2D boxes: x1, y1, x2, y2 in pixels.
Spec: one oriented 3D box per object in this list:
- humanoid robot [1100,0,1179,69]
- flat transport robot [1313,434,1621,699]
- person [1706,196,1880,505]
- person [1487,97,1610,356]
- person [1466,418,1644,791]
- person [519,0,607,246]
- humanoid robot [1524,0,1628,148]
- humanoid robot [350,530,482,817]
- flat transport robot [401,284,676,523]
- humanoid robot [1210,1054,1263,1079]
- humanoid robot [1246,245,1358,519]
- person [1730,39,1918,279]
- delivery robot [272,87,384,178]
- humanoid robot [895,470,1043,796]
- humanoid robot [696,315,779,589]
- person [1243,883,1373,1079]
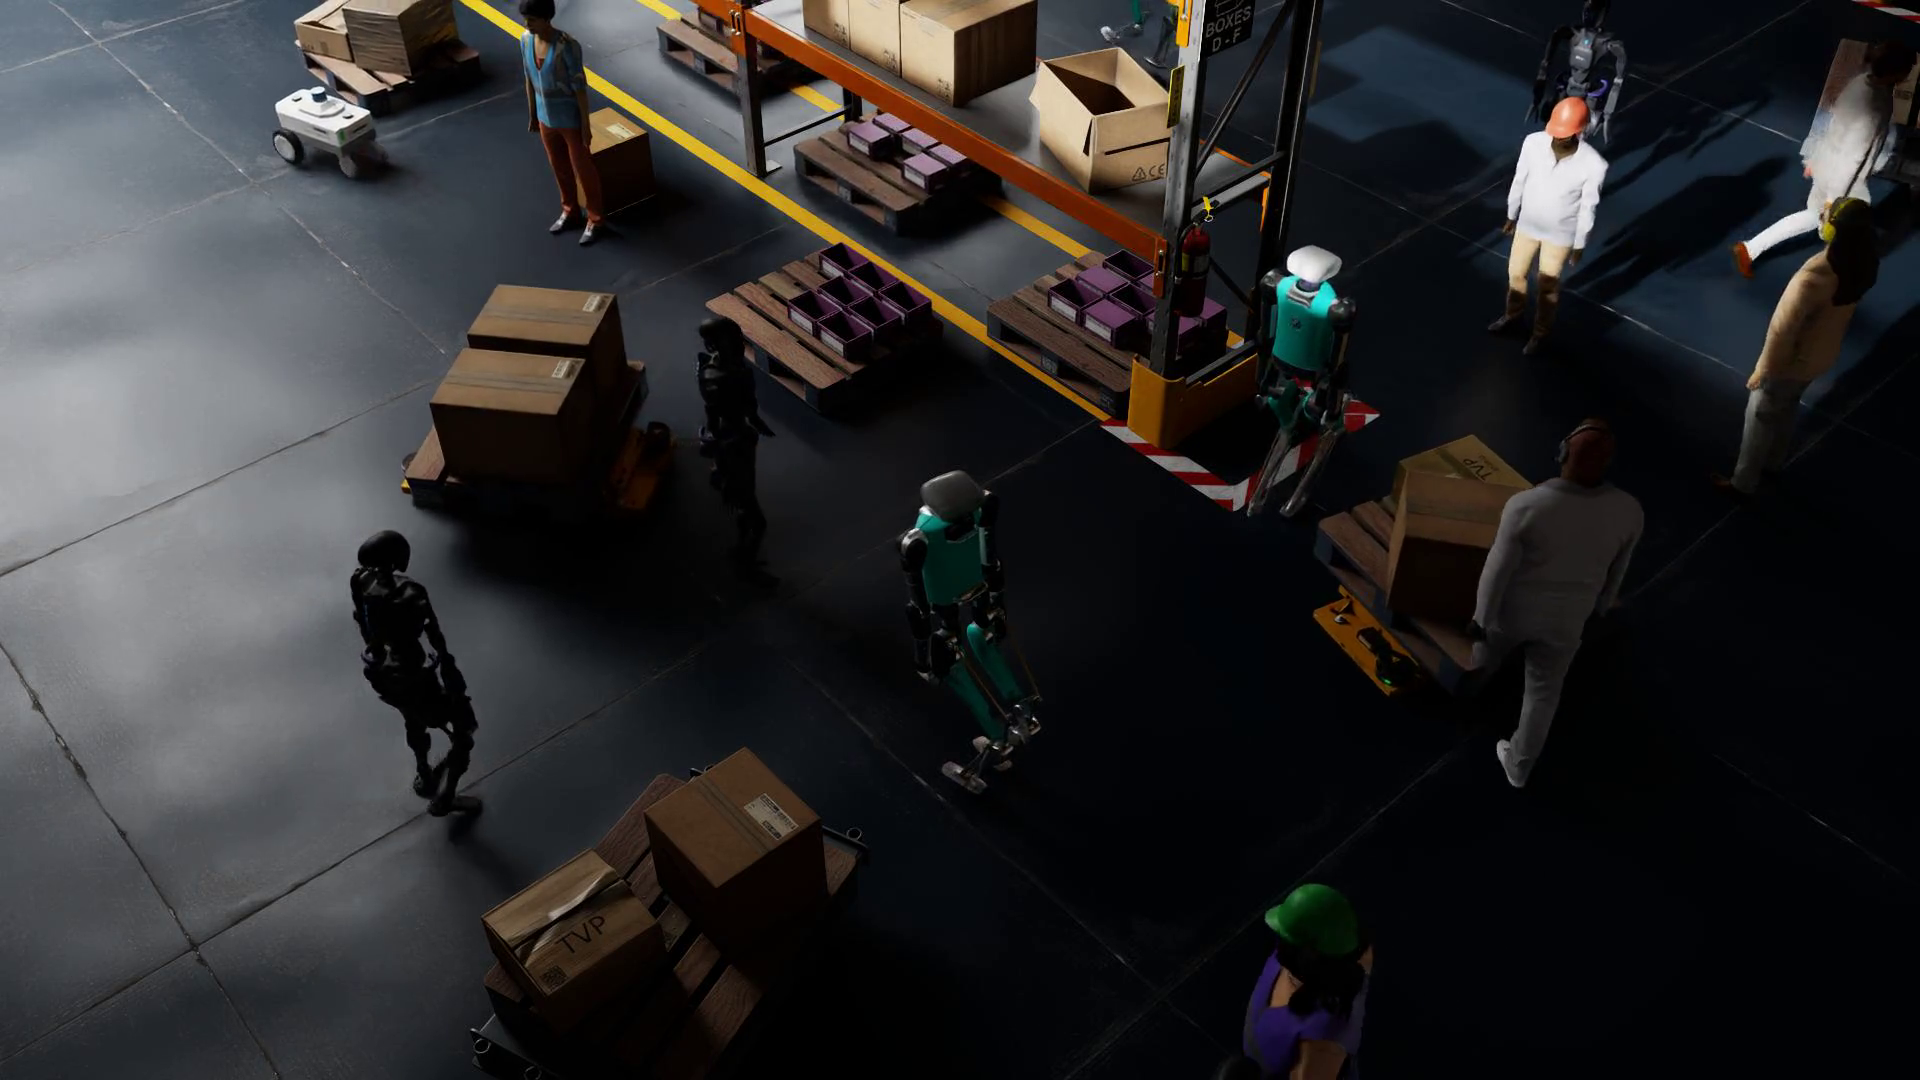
[{"bbox_3d":[1.449,-4.421,12.835,0.539,1.739,1.027,-20,46,-21],"label":"humanoid robot"},{"bbox_3d":[2.639,0.330,8.736,1.431,0.231,0.659,-19,46,-20],"label":"flat transport robot"},{"bbox_3d":[4.536,-1.004,9.009,0.569,1.871,0.413,-24,48,-24],"label":"person"},{"bbox_3d":[3.555,-1.901,10.087,0.430,1.729,0.571,-34,52,-31],"label":"person"},{"bbox_3d":[2.670,0.245,7.668,0.674,1.846,0.931,3,43,3],"label":"person"},{"bbox_3d":[-2.657,-2.805,11.046,0.495,1.759,0.335,20,46,20],"label":"person"},{"bbox_3d":[4.135,-2.913,11.226,0.613,1.640,0.564,24,48,24],"label":"humanoid robot"},{"bbox_3d":[-2.427,0.613,7.384,0.616,1.651,0.332,23,48,23],"label":"humanoid robot"},{"bbox_3d":[-2.424,-0.459,9.594,1.431,0.231,0.659,6,43,6],"label":"flat transport robot"},{"bbox_3d":[0.816,2.299,5.571,0.613,1.656,0.395,18,46,18],"label":"humanoid robot"},{"bbox_3d":[1.897,-0.855,8.934,0.545,1.785,0.685,29,50,28],"label":"humanoid robot"},{"bbox_3d":[5.516,-2.315,10.482,0.776,1.805,0.513,7,43,8],"label":"person"},{"bbox_3d":[-4.648,-3.022,12.185,0.808,0.614,0.499,22,47,22],"label":"delivery robot"},{"bbox_3d":[0.120,0.502,7.392,0.532,1.692,0.742,-32,51,-30],"label":"humanoid robot"},{"bbox_3d":[-1.124,-0.481,8.576,0.376,1.655,0.610,7,43,7],"label":"humanoid robot"},{"bbox_3d":[1.152,1.897,5.831,0.656,1.890,0.610,-4,43,-5],"label":"person"}]
